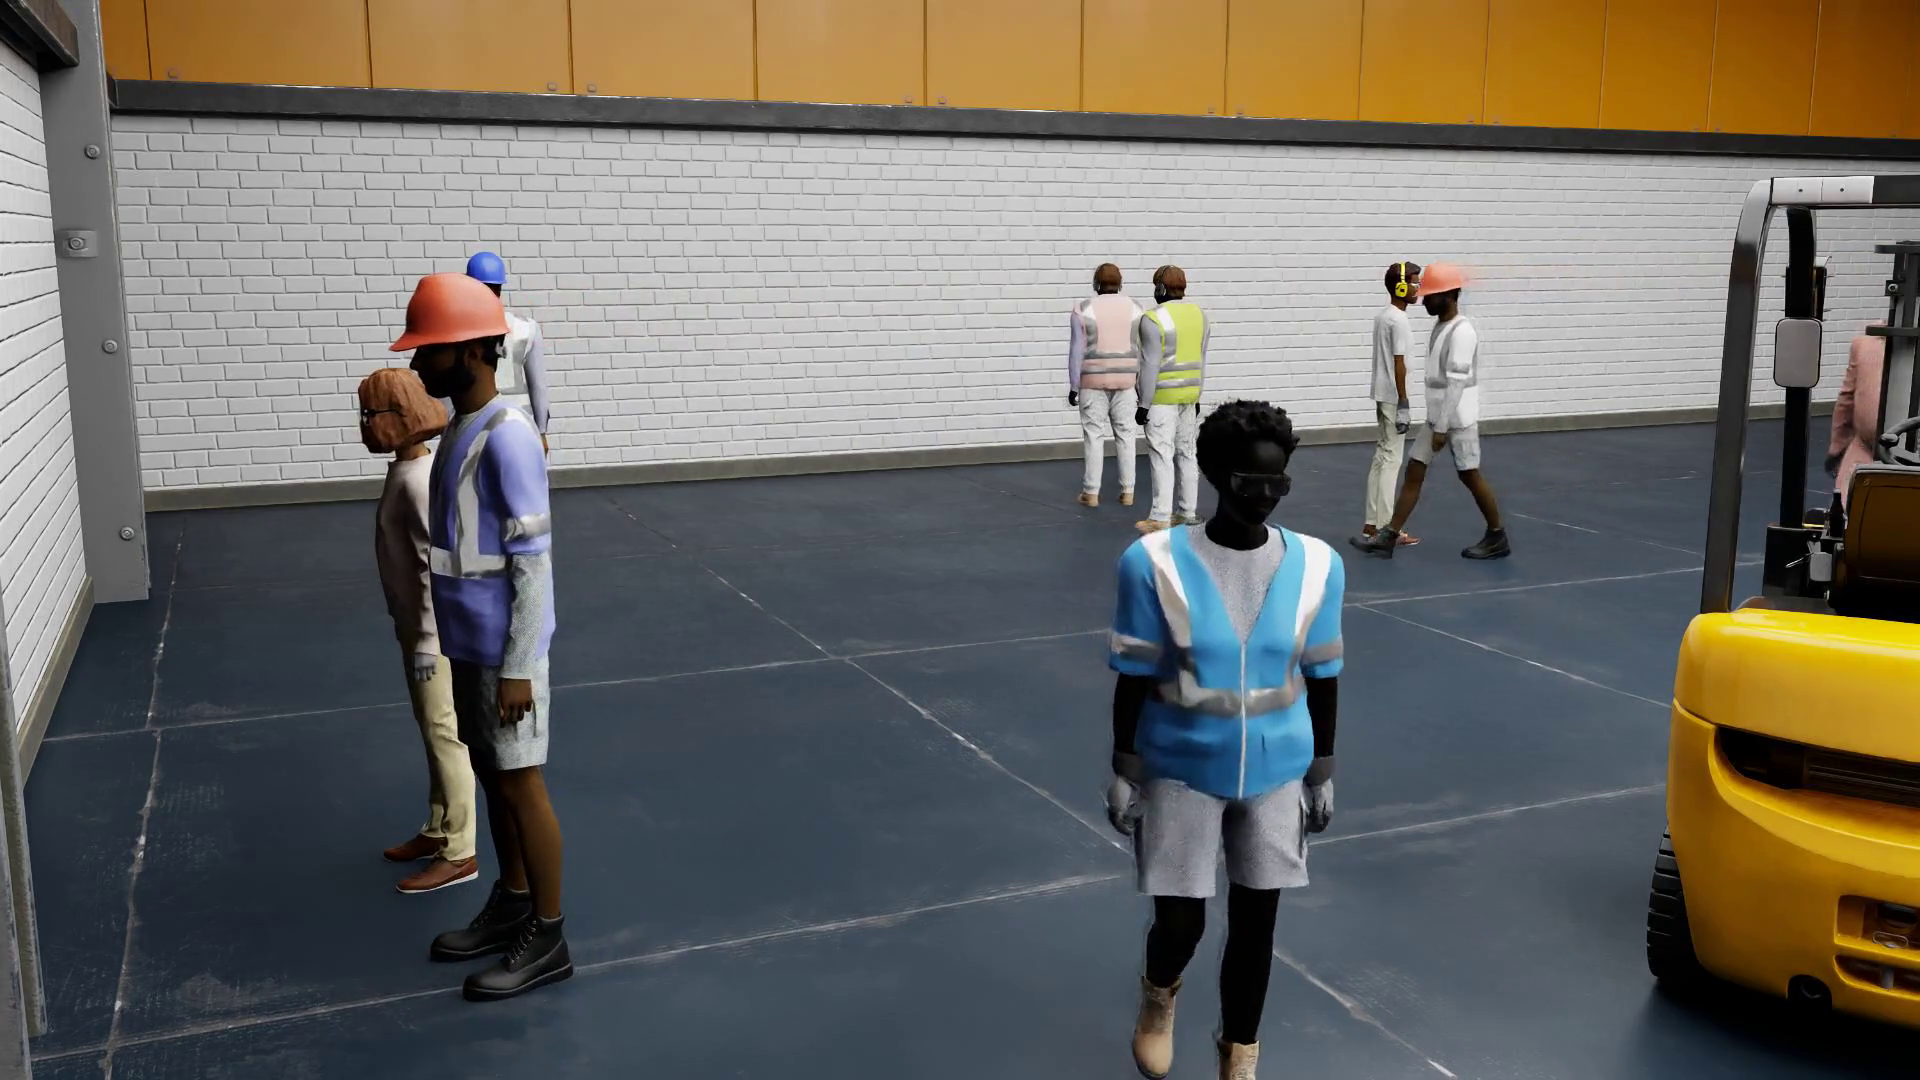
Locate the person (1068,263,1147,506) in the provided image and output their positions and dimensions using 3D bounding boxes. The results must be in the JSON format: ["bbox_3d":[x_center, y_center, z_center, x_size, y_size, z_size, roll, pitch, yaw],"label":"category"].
[{"bbox_3d":[1.115,-1.173,12.620,0.633,1.839,0.429,-2,11,-12],"label":"person"}]

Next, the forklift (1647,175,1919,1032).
[{"bbox_3d":[2.810,0.094,4.662,1.214,2.155,2.313,7,12,34],"label":"forklift"}]

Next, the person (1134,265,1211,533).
[{"bbox_3d":[1.431,-0.962,11.453,0.634,1.841,0.429,-9,14,-41],"label":"person"}]

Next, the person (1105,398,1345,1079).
[{"bbox_3d":[0.591,0.515,3.729,0.550,1.684,0.391,-1,10,-6],"label":"person"}]

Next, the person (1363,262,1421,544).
[{"bbox_3d":[2.903,-0.910,11.091,0.314,1.869,0.537,0,10,-1],"label":"person"}]

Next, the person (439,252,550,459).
[{"bbox_3d":[-2.563,-0.599,9.152,0.604,1.949,0.389,-3,11,-14],"label":"person"}]

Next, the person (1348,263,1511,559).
[{"bbox_3d":[3.023,-0.782,10.386,1.038,1.870,0.556,-1,10,-5],"label":"person"}]

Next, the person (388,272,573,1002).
[{"bbox_3d":[-1.282,0.263,4.444,0.378,1.932,0.551,-6,12,-31],"label":"person"}]

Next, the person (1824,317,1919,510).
[{"bbox_3d":[4.640,-0.404,8.290,0.503,1.871,0.729,-7,12,-34],"label":"person"}]

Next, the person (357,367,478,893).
[{"bbox_3d":[-1.689,0.278,5.195,0.284,1.633,0.498,-4,11,-22],"label":"person"}]
